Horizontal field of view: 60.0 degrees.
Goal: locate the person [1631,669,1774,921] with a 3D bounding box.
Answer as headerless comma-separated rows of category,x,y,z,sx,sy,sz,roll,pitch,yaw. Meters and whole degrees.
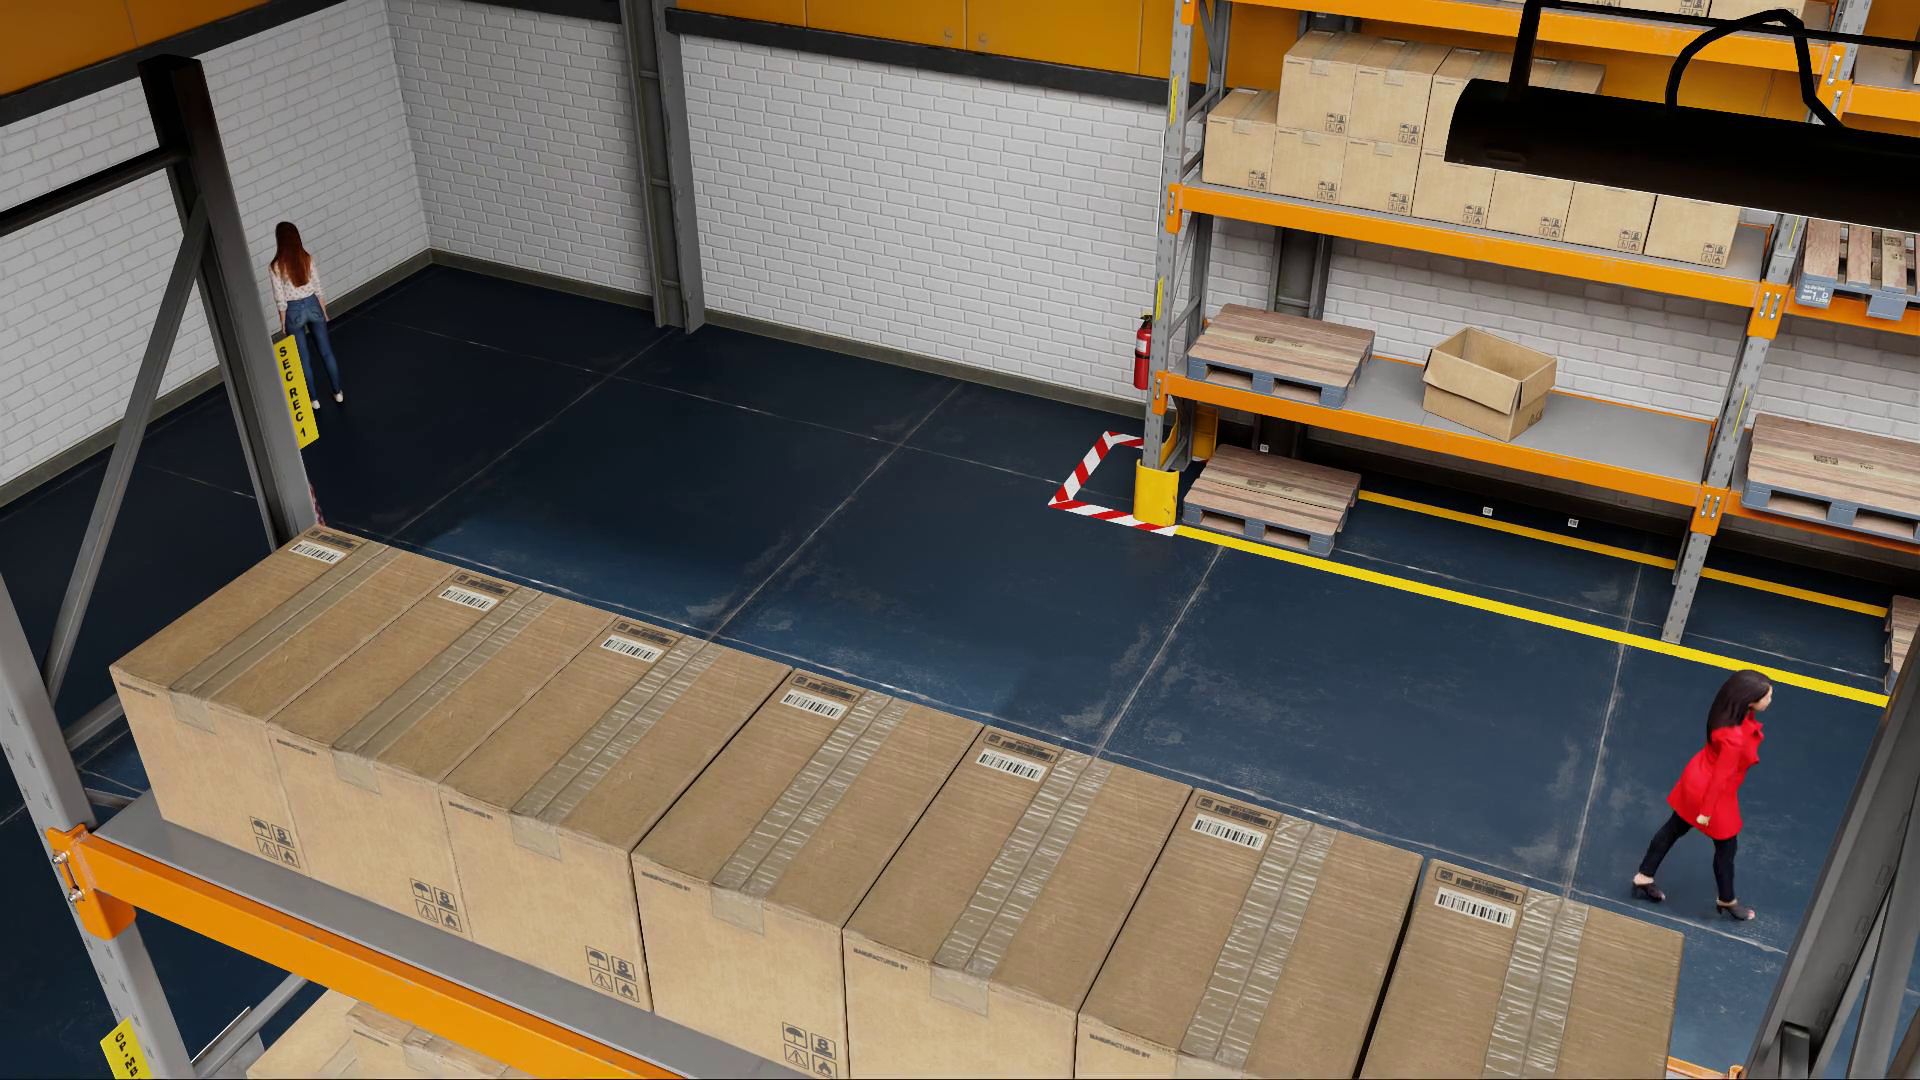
person,4.145,1.418,9.413,0.949,1.719,0.727,7,34,10

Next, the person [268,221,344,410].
person,-5.724,-1.966,14.497,0.654,1.727,0.648,-24,40,-31
